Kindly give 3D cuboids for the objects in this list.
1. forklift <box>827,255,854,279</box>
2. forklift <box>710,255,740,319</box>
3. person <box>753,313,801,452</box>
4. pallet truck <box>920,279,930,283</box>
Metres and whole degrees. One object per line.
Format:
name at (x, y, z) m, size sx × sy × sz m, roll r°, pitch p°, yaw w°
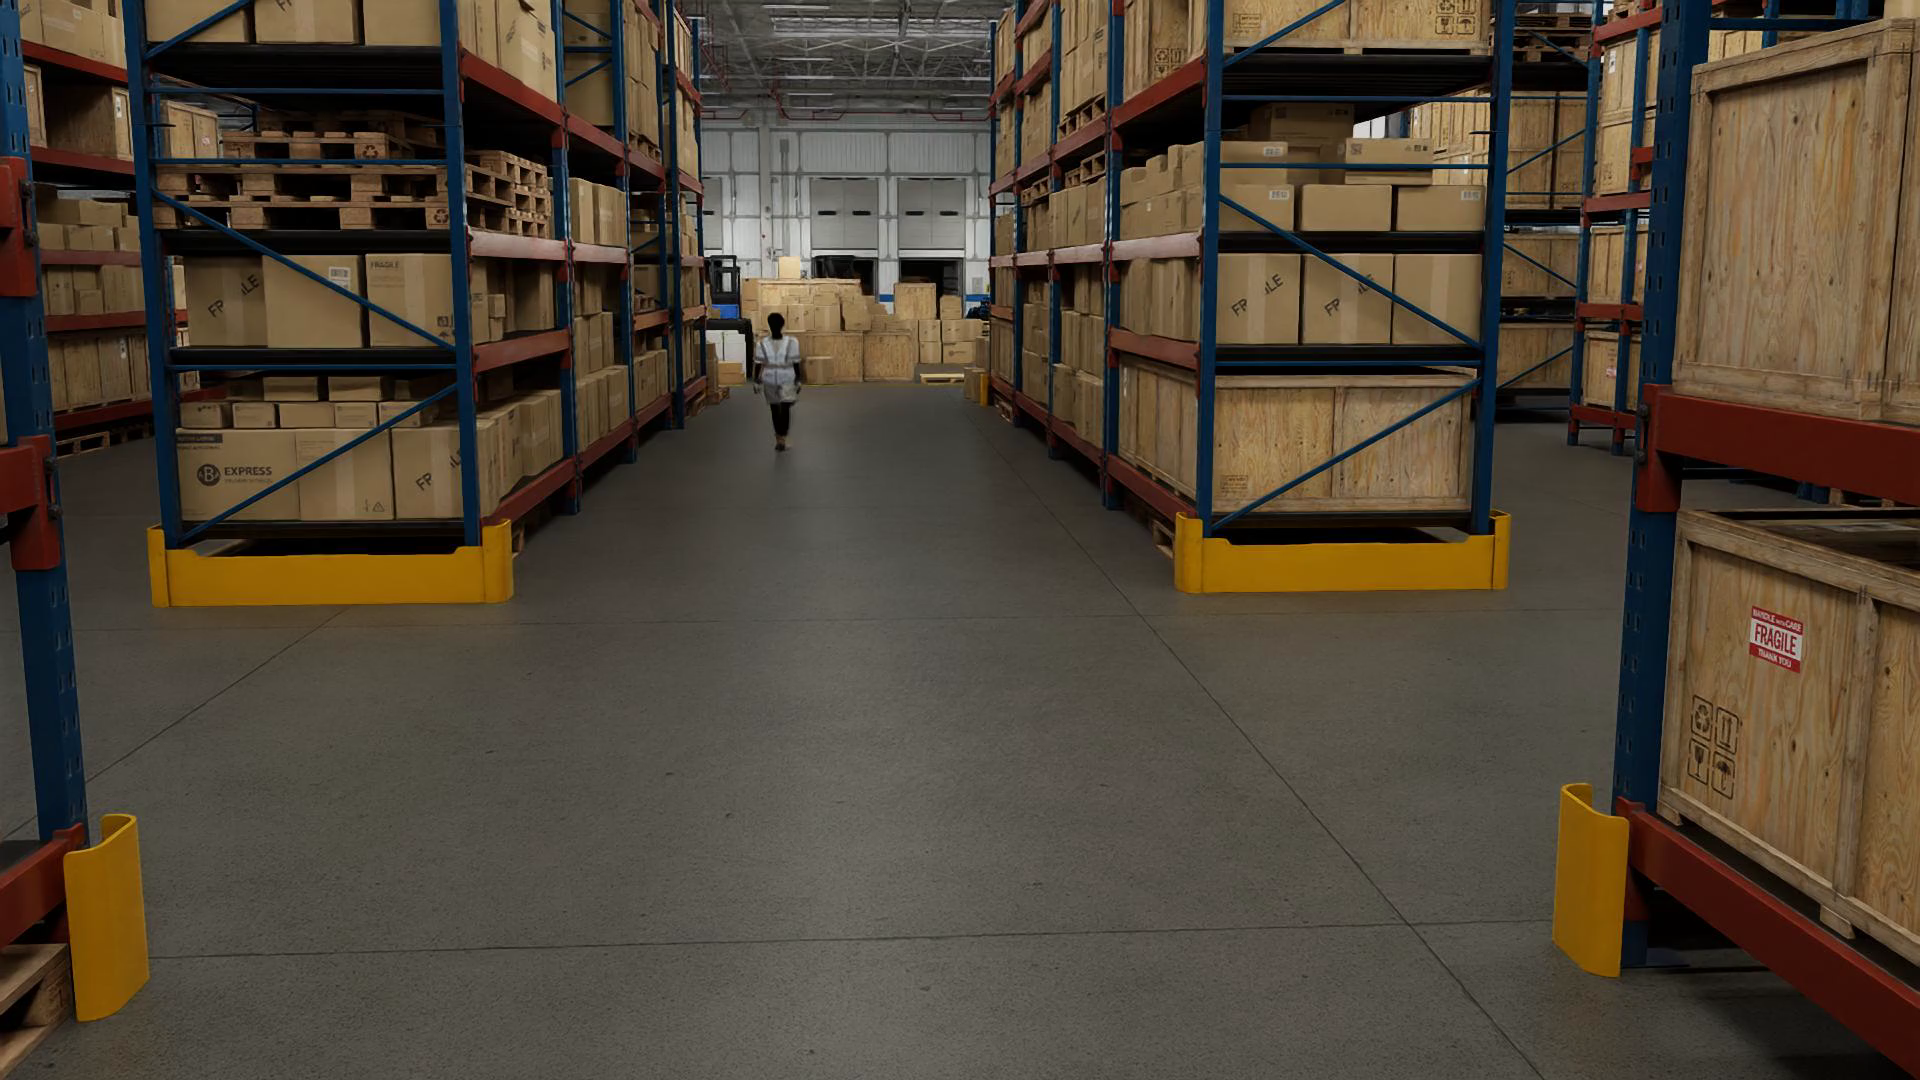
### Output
forklift at (-4.171, -8.608, 58.381) m, size 1.129 × 2.768 × 1.873 m, roll -5°, pitch 10°, yaw -30°
forklift at (-8.366, -8.713, 59.037) m, size 1.129 × 2.768 × 1.873 m, roll -1°, pitch 9°, yaw -4°
person at (-2.207, -1.878, 19.942) m, size 0.553 × 1.648 × 0.861 m, roll 1°, pitch 9°, yaw 5°
pallet truck at (-0.932, -8.922, 63.114) m, size 1.885 × 1.965 × 0.823 m, roll 2°, pitch 9°, yaw 13°
